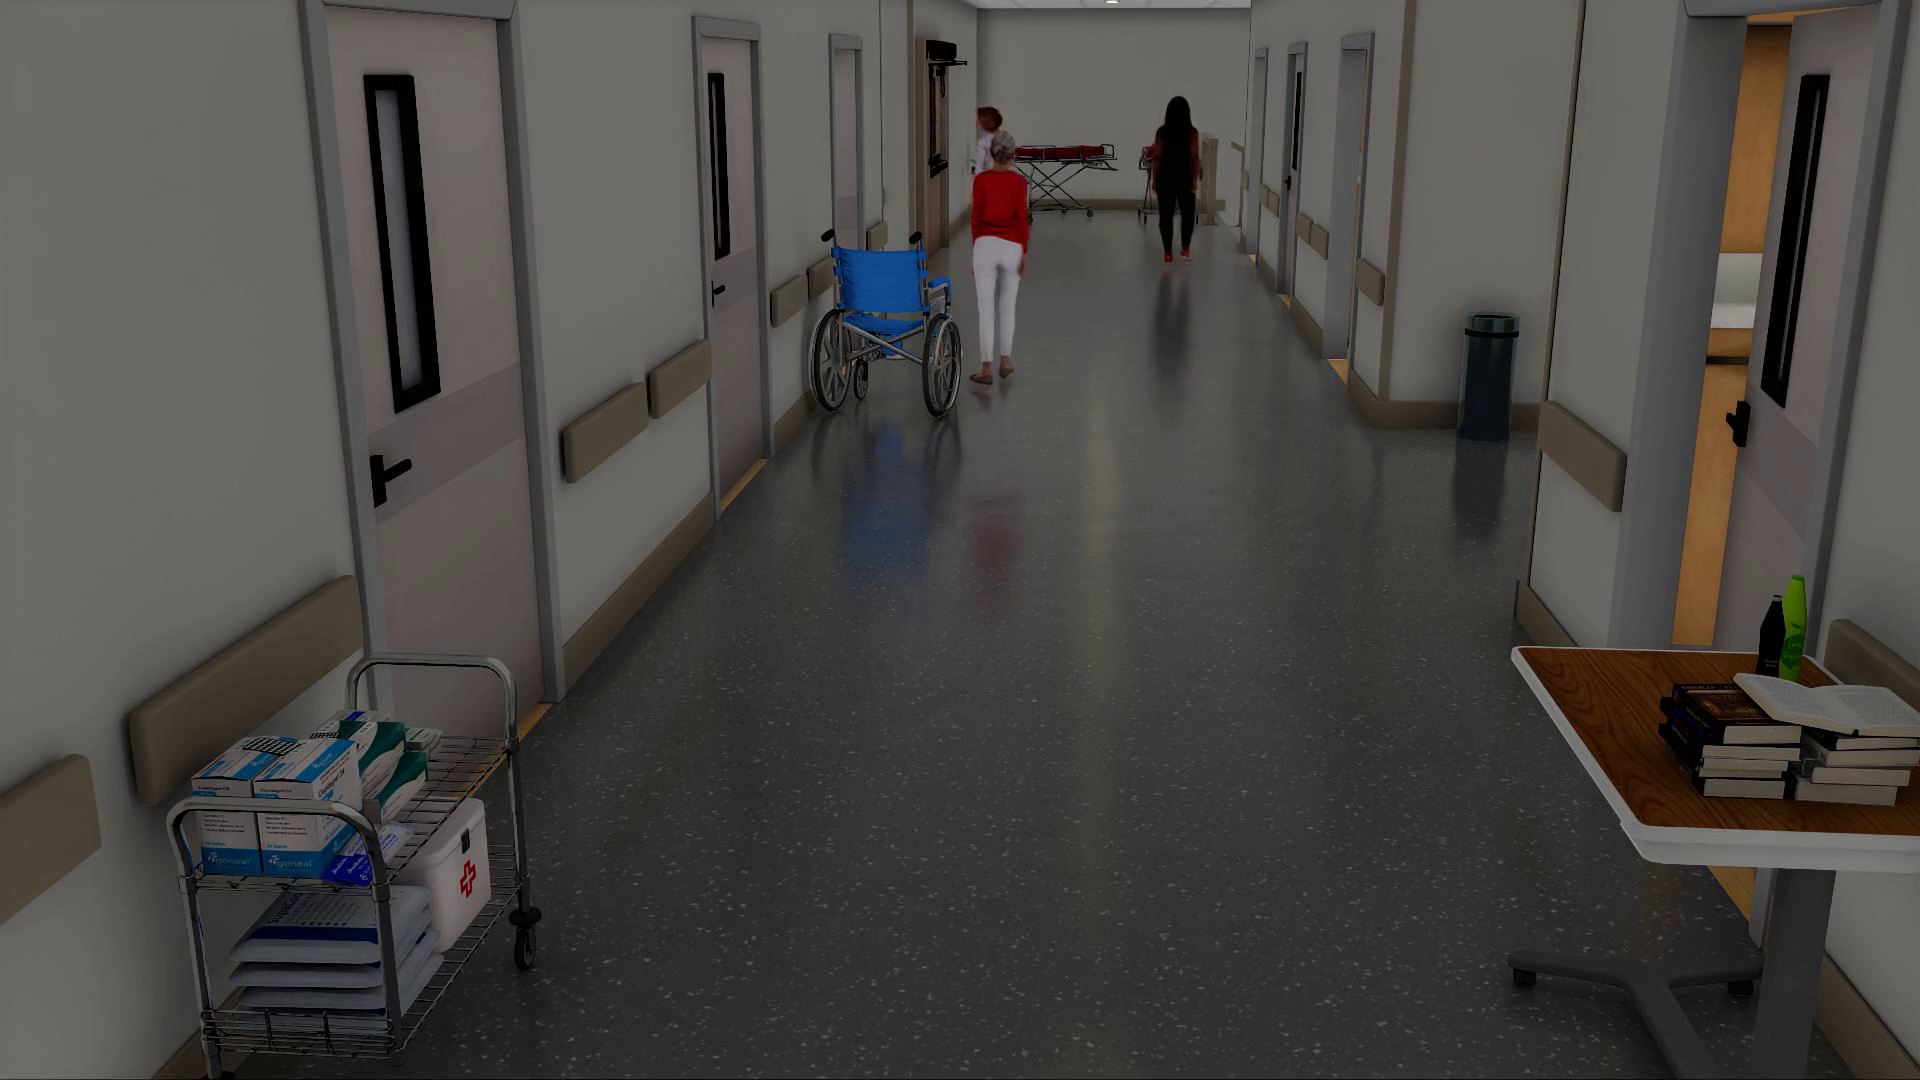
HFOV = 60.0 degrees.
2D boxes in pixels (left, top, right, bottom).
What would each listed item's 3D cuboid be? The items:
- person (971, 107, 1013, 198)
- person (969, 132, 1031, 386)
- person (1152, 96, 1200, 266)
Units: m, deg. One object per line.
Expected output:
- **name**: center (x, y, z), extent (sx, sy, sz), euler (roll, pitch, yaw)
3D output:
- **person**: center (0.418, -4.086, 19.014), extent (0.829, 1.684, 0.866), euler (-5, 16, -16)
- **person**: center (0.247, -1.872, 11.205), extent (0.558, 1.660, 0.860), euler (0, 16, 1)
- **person**: center (2.349, -3.919, 18.205), extent (0.696, 1.802, 0.706), euler (3, 16, 9)
